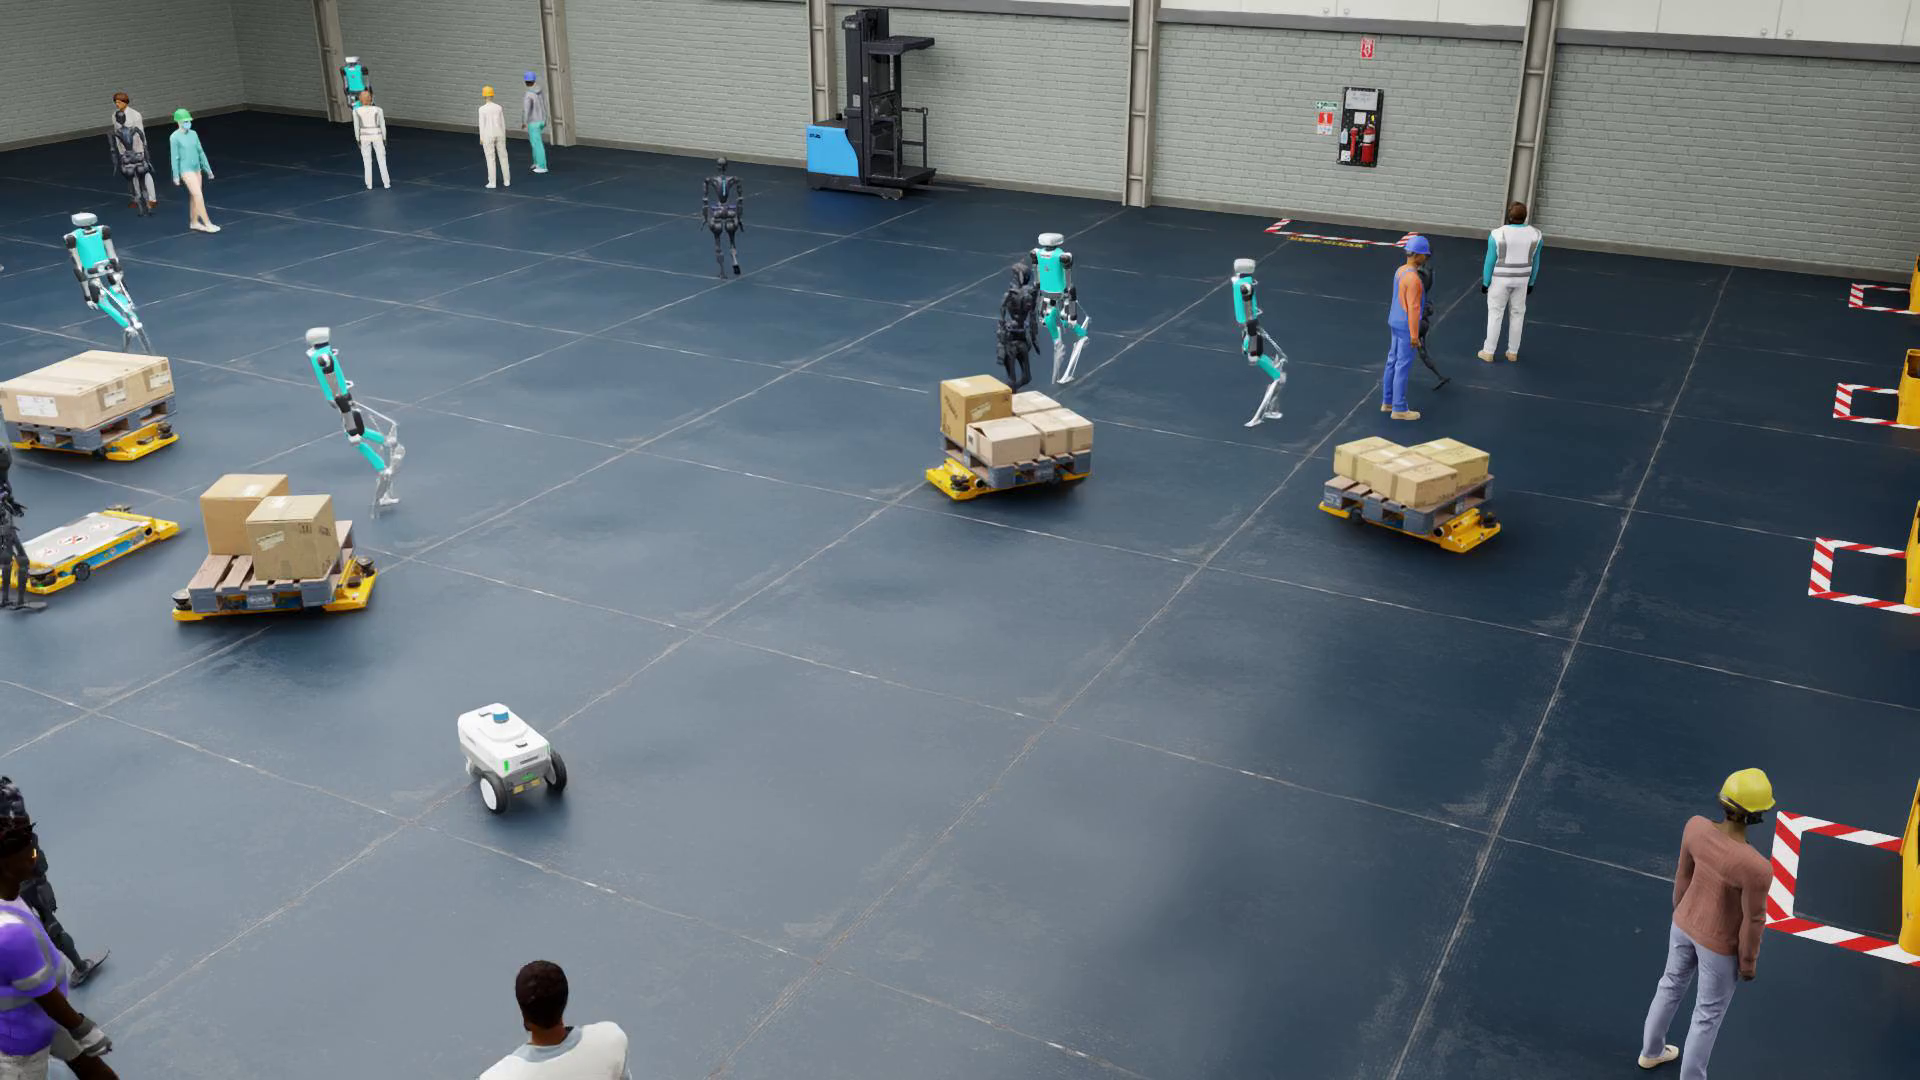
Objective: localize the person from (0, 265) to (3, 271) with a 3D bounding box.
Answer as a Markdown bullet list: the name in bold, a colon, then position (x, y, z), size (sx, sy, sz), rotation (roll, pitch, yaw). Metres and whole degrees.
- **person**: position (-13.545, -4.334, 22.351), size (0.572, 1.768, 0.924), rotation (16, 28, 33)

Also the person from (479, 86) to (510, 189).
- **person**: position (-7.932, -6.842, 28.280), size (0.466, 1.697, 0.315), rotation (-18, 29, -36)

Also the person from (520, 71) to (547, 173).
- **person**: position (-7.628, -7.427, 29.552), size (0.608, 1.756, 0.568), rotation (7, 24, 17)

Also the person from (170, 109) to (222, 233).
- **person**: position (-11.498, -5.551, 25.087), size (0.801, 1.845, 0.560), rotation (8, 24, 17)

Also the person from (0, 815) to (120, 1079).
- **person**: position (-4.012, 2.057, 7.293), size (1.007, 1.907, 0.614), rotation (-16, 28, -32)

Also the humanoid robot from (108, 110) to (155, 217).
- **humanoid robot**: position (-13.018, -5.909, 26.157), size (0.602, 1.650, 0.385), rotation (-18, 29, -36)

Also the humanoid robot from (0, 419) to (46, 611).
- **humanoid robot**: position (-7.490, -0.223, 12.932), size (0.395, 1.666, 0.589), rotation (-10, 25, -22)

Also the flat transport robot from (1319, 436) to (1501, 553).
- **flat transport robot**: position (3.972, -0.243, 14.728), size (1.431, 0.231, 0.659), rotation (21, 31, 40)

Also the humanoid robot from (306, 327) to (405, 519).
- **humanoid robot**: position (-5.257, -1.022, 14.771), size (0.815, 1.825, 0.555), rotation (-10, 25, -22)

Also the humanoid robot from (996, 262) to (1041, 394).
- **humanoid robot**: position (0.525, -2.078, 17.219), size (0.477, 1.640, 0.588), rotation (20, 30, 39)

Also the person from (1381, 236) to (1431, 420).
- **person**: position (4.620, -2.197, 17.207), size (0.363, 1.905, 0.511), rotation (-3, 23, -6)

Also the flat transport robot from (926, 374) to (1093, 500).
- **flat transport robot**: position (0.478, -0.655, 15.688), size (1.431, 0.231, 0.659), rotation (-11, 26, -24)

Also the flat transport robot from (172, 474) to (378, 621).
- **flat transport robot**: position (-5.444, 0.388, 13.258), size (1.431, 0.231, 0.659), rotation (-4, 24, -8)

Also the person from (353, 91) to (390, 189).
- **person**: position (-9.986, -6.778, 28.220), size (0.512, 1.632, 0.316), rotation (-6, 24, -13)

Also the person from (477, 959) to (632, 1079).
- **person**: position (-1.543, 2.441, 6.410), size (0.620, 1.911, 0.465), rotation (-17, 29, -35)

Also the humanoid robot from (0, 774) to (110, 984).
- **humanoid robot**: position (-4.916, 1.671, 8.536), size (0.608, 1.631, 0.713), rotation (7, 24, 16)

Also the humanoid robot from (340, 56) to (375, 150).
- **humanoid robot**: position (-11.453, -8.416, 31.968), size (0.541, 1.783, 1.035), rotation (0, 23, 1)

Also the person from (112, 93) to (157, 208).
- **person**: position (-13.361, -6.288, 26.840), size (0.501, 1.825, 0.363), rotation (3, 23, 6)

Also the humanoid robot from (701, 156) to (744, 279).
- **humanoid robot**: position (-3.211, -4.353, 22.519), size (0.585, 1.647, 0.438), rotation (-8, 24, -18)

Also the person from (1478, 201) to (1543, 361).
- **person**: position (6.280, -2.952, 19.045), size (0.625, 1.843, 0.429), rotation (-1, 23, -2)

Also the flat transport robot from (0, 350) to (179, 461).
- **flat transport robot**: position (-8.615, -1.039, 16.582), size (1.431, 0.231, 0.659), rotation (7, 24, 15)

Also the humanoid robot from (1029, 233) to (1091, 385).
- **humanoid robot**: position (1.146, -2.455, 18.141), size (0.549, 1.878, 0.764), rotation (18, 29, 36)

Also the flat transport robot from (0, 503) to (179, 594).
- **flat transport robot**: position (-7.383, 0.067, 14.007), size (0.659, 0.231, 1.431), rotation (8, 25, 19)

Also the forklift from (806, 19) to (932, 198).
- **forklift**: position (-1.573, -7.292, 27.850), size (1.873, 2.768, 1.129), rotation (12, 26, 25)

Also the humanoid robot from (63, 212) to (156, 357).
- **humanoid robot**: position (-9.486, -2.775, 18.750), size (0.885, 1.764, 0.592), rotation (14, 27, 29)

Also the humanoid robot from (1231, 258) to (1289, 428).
- **humanoid robot**: position (3.153, -1.996, 16.945), size (0.871, 1.765, 0.601), rotation (0, 23, -1)

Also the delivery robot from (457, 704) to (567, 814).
- **delivery robot**: position (-2.883, 1.366, 10.646), size (0.525, 0.614, 0.785), rotation (-19, 30, -37)

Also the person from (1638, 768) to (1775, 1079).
- **person**: position (3.594, 1.872, 7.923), size (0.341, 1.761, 0.521), rotation (-8, 25, -18)

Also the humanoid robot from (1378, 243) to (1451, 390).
- **humanoid robot**: position (4.997, -2.408, 18.044), size (0.763, 1.635, 0.599), rotation (14, 27, 30)
